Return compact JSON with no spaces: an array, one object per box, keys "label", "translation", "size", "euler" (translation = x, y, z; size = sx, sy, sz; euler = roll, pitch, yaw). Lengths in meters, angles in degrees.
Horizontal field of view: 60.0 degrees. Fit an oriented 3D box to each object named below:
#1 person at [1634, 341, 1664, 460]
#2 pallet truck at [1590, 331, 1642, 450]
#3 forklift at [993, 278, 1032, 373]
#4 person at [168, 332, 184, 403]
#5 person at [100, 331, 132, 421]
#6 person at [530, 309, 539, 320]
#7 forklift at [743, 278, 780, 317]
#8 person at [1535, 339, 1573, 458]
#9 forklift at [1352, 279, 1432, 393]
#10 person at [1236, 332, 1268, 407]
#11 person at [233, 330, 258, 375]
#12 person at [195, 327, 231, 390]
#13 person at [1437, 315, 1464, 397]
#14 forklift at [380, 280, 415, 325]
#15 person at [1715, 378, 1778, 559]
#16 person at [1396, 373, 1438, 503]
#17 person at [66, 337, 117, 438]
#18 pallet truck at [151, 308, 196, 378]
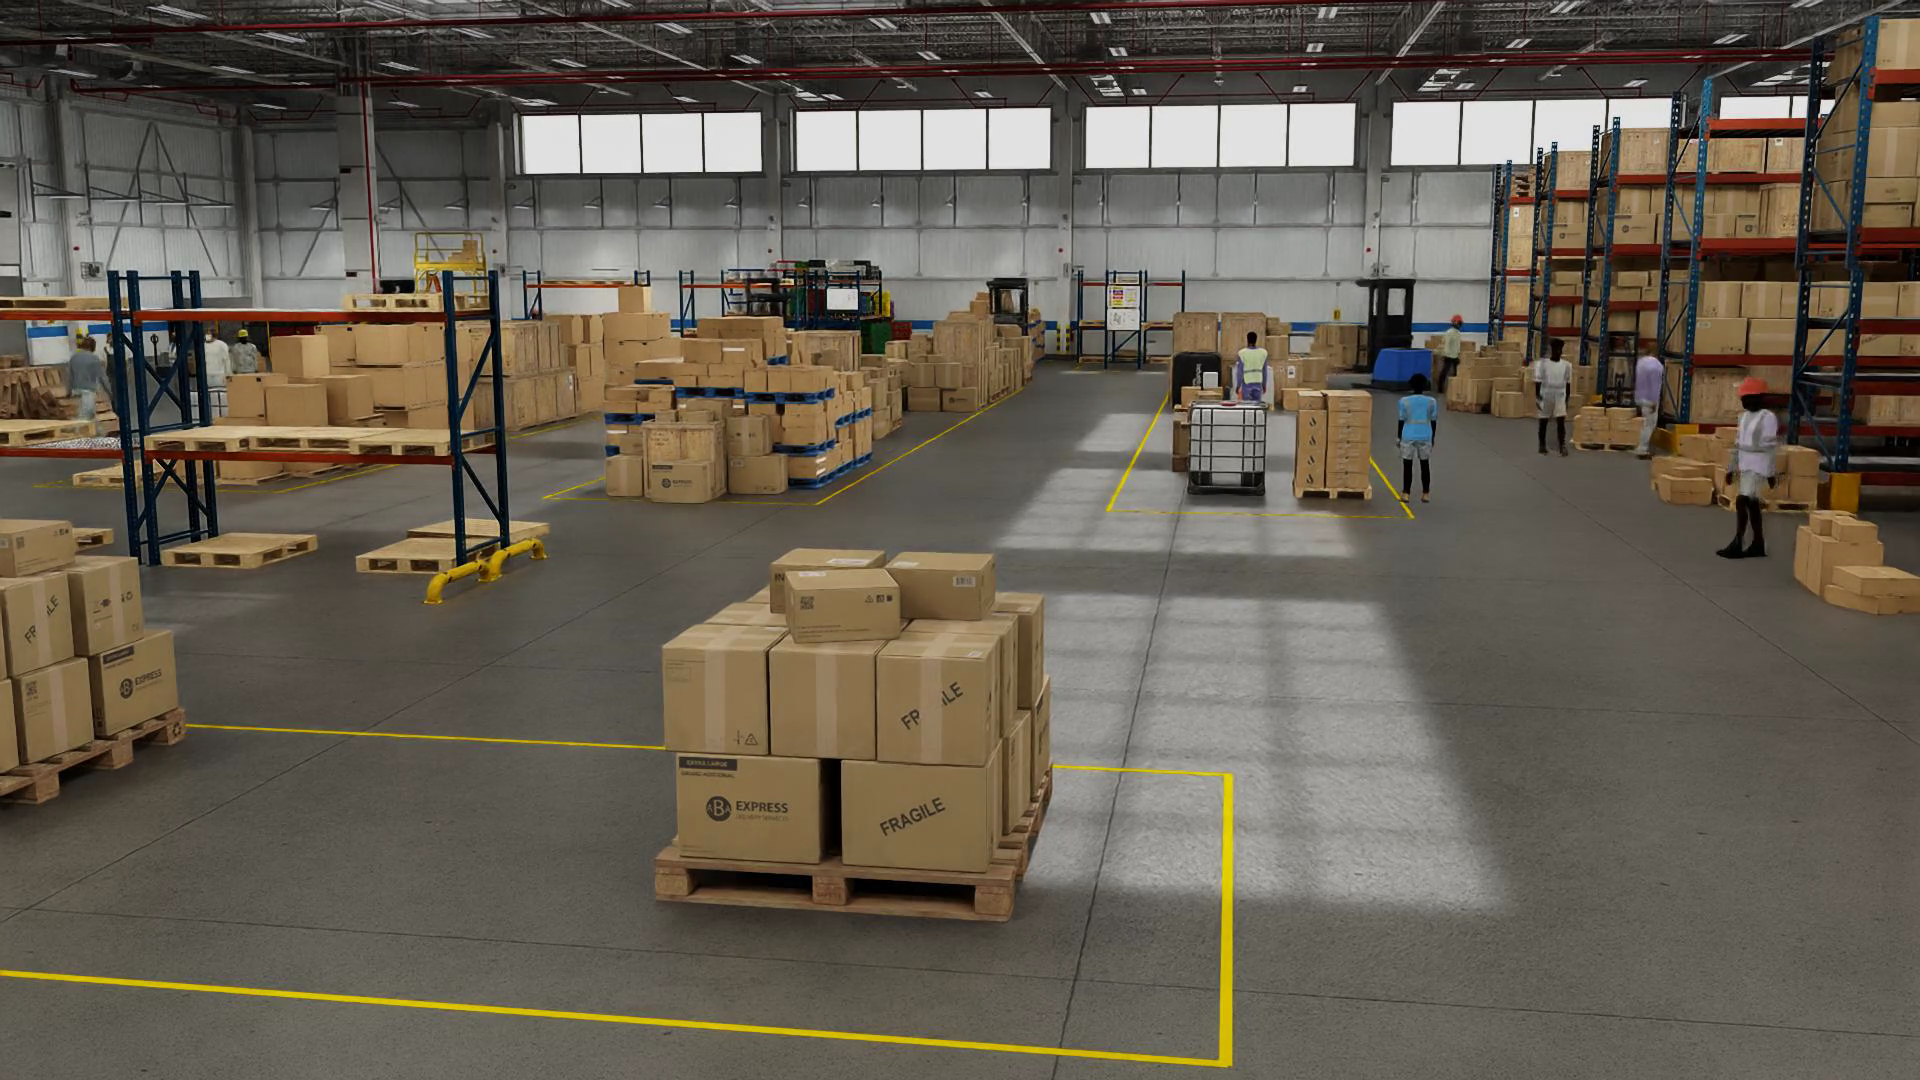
[{"label":"person","translation":[11.085,-2.239,26.753],"size":[0.539,1.907,0.643],"euler":[-1,9,-8]},{"label":"pallet truck","translation":[11.253,-2.573,28.499],"size":[0.823,1.965,1.885],"euler":[5,10,27]},{"label":"forklift","translation":[1.416,-6.020,47.040],"size":[1.129,2.768,1.873],"euler":[1,9,9]},{"label":"person","translation":[-17.888,-3.935,38.033],"size":[0.519,1.632,0.311],"euler":[5,10,27]},{"label":"person","translation":[-16.951,-3.279,33.391],"size":[0.529,1.825,0.696],"euler":[-7,11,-36]},{"label":"person","translation":[-12.620,-6.009,50.019],"size":[0.885,1.904,0.556],"euler":[4,10,24]},{"label":"forklift","translation":[-5.268,-5.570,44.268],"size":[1.129,2.768,1.873],"euler":[-5,11,-30]},{"label":"person","translation":[9.647,-2.293,27.016],"size":[0.607,1.916,0.986],"euler":[1,9,6]},{"label":"forklift","translation":[10.866,-5.129,41.548],"size":[1.129,2.768,1.873],"euler":[-3,10,-20]},{"label":"person","translation":[5.370,-2.869,30.574],"size":[0.597,1.914,0.372],"euler":[-2,9,-12]},{"label":"person","translation":[-15.679,-3.744,36.506],"size":[0.492,1.742,0.318],"euler":[-3,10,-16]},{"label":"person","translation":[-14.860,-3.259,32.967],"size":[0.663,1.914,0.783],"euler":[0,9,1]},{"label":"person","translation":[11.834,-4.378,39.725],"size":[0.851,1.954,0.699],"euler":[9,13,42]},{"label":"forklift","translation":[-11.981,-4.170,35.631],"size":[1.873,2.768,1.129],"euler":[1,9,9]},{"label":"person","translation":[8.223,-0.745,17.483],"size":[0.770,1.907,0.585],"euler":[-1,9,-6]},{"label":"person","translation":[5.961,-1.327,21.732],"size":[0.540,1.697,0.316],"euler":[0,9,-2]},{"label":"person","translation":[-15.125,-2.586,28.944],"size":[0.665,1.877,1.020],"euler":[4,10,24]},{"label":"pallet truck","translation":[-21.869,-5.598,47.154],"size":[0.823,1.965,1.885],"euler":[4,10,26]}]
